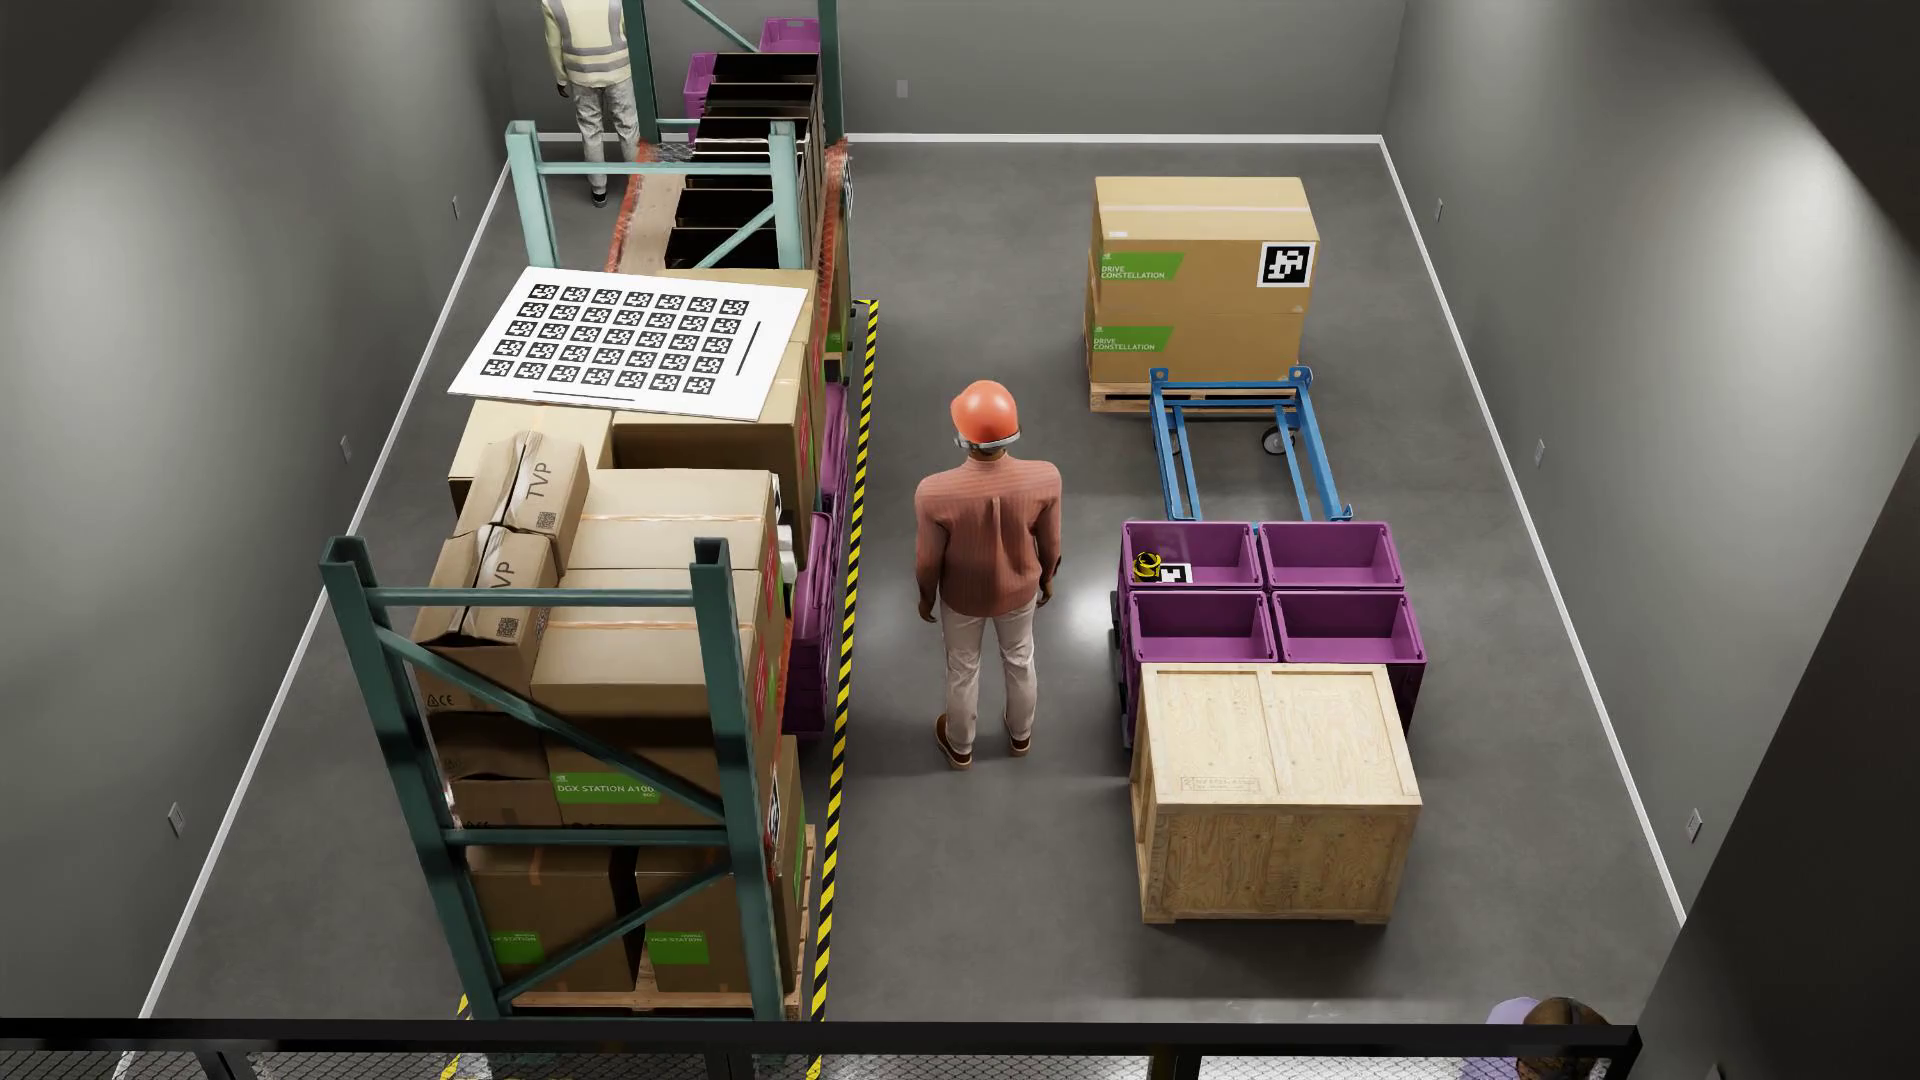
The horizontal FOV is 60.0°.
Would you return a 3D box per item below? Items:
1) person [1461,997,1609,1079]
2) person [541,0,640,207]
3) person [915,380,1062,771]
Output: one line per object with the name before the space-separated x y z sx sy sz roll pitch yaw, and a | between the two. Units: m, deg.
person | 1.544 1.937 4.905 0.359 1.937 0.632 12 43 13
person | -2.299 -3.004 10.618 0.600 1.829 0.404 -5 41 -5
person | 0.112 0.175 6.871 0.612 1.997 0.376 -10 42 -11
